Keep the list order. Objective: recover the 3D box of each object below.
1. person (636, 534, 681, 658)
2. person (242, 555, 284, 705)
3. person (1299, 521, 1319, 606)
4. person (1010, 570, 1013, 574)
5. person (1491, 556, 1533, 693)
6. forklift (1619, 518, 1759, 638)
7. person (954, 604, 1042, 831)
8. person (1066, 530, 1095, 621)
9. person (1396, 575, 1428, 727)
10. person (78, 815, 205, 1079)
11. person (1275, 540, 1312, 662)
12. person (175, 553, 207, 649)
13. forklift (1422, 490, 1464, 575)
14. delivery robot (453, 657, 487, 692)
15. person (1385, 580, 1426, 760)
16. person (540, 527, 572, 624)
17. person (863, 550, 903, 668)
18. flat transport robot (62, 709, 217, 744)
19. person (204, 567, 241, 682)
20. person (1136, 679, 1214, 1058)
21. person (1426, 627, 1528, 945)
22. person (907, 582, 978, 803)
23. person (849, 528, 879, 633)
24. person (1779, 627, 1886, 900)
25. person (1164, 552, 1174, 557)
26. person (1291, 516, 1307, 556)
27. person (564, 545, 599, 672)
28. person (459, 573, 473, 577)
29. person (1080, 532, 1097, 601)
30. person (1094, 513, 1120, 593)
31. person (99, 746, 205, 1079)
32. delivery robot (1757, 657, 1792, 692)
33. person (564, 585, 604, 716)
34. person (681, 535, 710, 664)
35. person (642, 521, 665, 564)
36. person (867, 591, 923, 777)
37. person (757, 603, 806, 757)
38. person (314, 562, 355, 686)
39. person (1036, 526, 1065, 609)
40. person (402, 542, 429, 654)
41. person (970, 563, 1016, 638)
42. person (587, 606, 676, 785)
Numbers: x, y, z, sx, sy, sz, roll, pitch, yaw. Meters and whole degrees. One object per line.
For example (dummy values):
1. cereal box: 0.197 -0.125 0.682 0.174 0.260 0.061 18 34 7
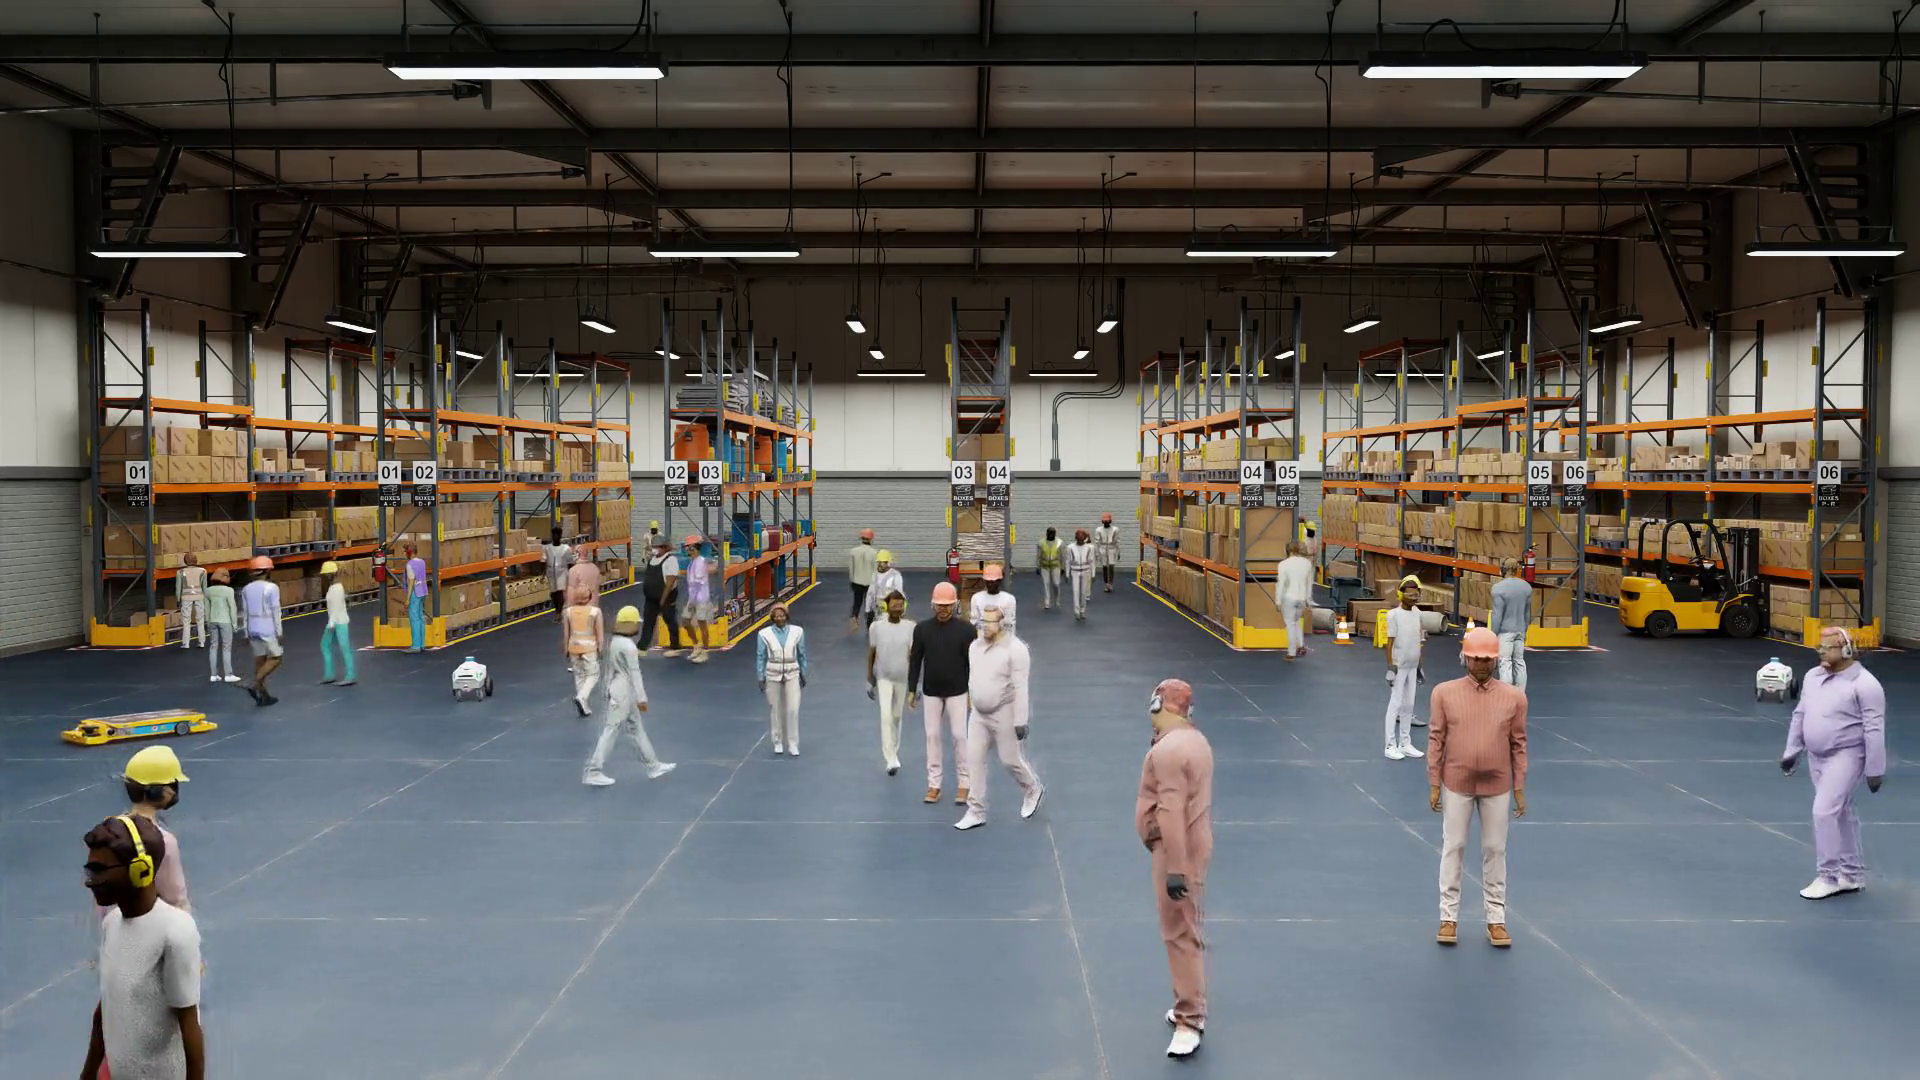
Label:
1. person: -4.898 0.909 26.032 0.692 2.000 0.886 2 3 40
2. person: -8.918 1.161 20.617 0.571 1.924 0.512 1 2 20
3. person: 7.877 0.534 36.387 0.593 1.924 0.386 -2 3 -34
4. person: 1.285 0.258 46.265 0.372 1.679 0.543 0 2 -6
5. person: 6.851 1.172 20.157 0.632 1.940 0.372 -1 3 -28
6. forklift: 13.417 0.684 29.791 2.313 2.155 1.214 0 2 0
7. person: 0.341 1.466 13.657 0.651 1.879 0.872 2 3 39
8. person: 2.474 0.707 33.146 0.595 1.843 0.895 0 2 -3
9. person: 5.322 1.299 19.068 0.308 1.772 0.525 0 2 -5
10. person: -2.673 1.809 5.152 0.577 1.851 0.540 2 3 40
11. person: 5.256 0.961 25.562 0.652 1.928 0.434 -1 3 -26
12. person: -13.065 1.034 27.467 0.508 1.629 0.315 -2 3 -37
13. forklift: 13.926 -0.371 47.846 1.873 2.768 1.129 0 2 0
14. delivery robot: -6.461 1.783 21.285 0.477 0.478 0.707 0 2 -8
15. person: 4.652 1.340 16.850 0.526 1.865 0.315 -1 3 -33
16. person: -8.067 0.694 32.349 0.603 1.937 0.887 0 2 2
17. person: -1.219 1.058 24.573 0.612 1.802 0.732 2 3 42
18. flat transport robot: -9.240 2.092 18.212 0.652 0.197 1.431 2 3 40
19. person: -10.545 1.206 23.061 0.498 1.633 0.278 1 2 13
20. person: 1.104 1.678 8.416 0.416 1.865 0.806 1 2 19
21. person: 3.263 1.541 10.178 0.622 1.992 0.399 0 2 11
22. person: -0.143 1.370 14.617 0.635 1.988 0.418 1 2 13
23. person: -1.796 0.765 30.092 0.608 1.965 0.782 1 2 13
24. person: 6.035 1.553 11.311 0.747 1.882 0.650 0 2 -7
25. person: 5.742 0.290 44.374 0.910 1.798 0.595 0 2 -3
26. person: 9.200 0.273 43.811 0.584 1.851 0.666 1 3 25
27. person: -5.704 1.024 24.302 0.400 1.907 0.647 1 2 23
28. person: -11.797 0.471 38.514 0.373 1.901 0.776 0 2 9
29. person: 2.995 0.611 38.380 0.507 1.613 0.699 0 2 7
30. person: 3.673 0.333 40.539 0.641 1.991 1.021 0 2 10
31. person: -3.519 1.781 7.181 0.556 1.736 0.757 2 3 42
32. delivery robot: 10.698 1.787 21.203 0.477 0.478 0.707 1 3 34
33. person: -4.587 1.352 19.583 0.521 1.619 0.567 0 2 11
34. person: -4.156 0.929 25.353 0.495 2.013 0.601 -2 3 -36
35. person: -7.797 0.416 41.143 0.619 1.778 0.943 0 2 -10
36. person: -0.639 1.402 16.002 0.520 1.807 1.015 0 2 -12
37. person: -1.858 1.464 16.884 0.526 1.594 0.788 0 2 -12
38. person: -8.753 1.174 22.522 0.646 1.735 0.547 -1 3 -33
39. person: 1.994 0.614 35.678 0.644 1.830 0.443 0 2 7
40. person: -9.034 0.959 26.768 0.389 1.837 0.563 0 2 3
41. person: 0.400 1.223 19.086 0.559 1.922 0.646 1 2 13
42. person: -3.162 1.477 15.455 0.913 1.687 0.506 -1 3 -27
